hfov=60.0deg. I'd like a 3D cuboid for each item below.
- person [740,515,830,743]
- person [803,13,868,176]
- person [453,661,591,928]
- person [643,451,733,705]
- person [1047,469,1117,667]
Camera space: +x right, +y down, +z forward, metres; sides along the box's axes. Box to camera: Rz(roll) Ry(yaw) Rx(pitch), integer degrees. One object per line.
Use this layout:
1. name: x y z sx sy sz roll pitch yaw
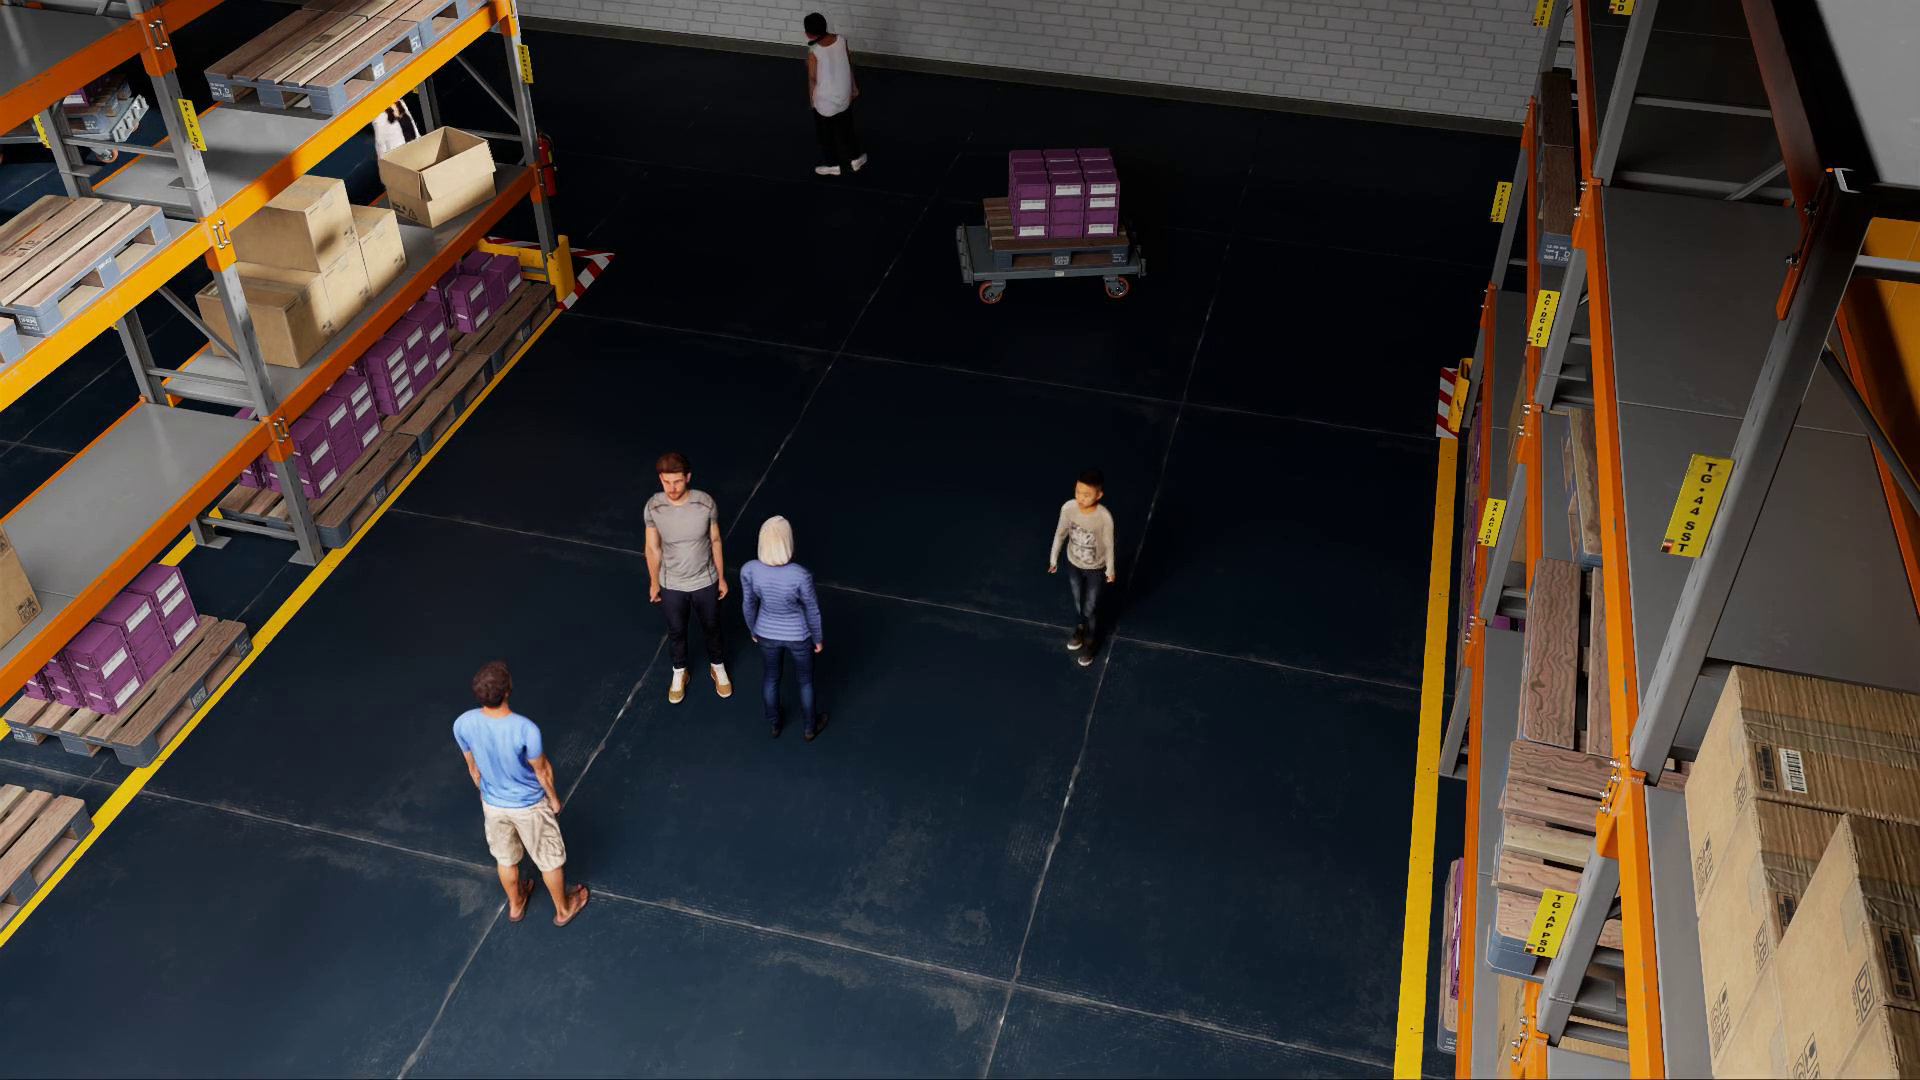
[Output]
1. person: -1.081 0.566 10.273 0.653 1.736 0.554 7 39 8
2. person: -1.253 -4.456 16.621 0.858 1.663 0.979 -19 42 -22
3. person: -2.437 1.411 9.114 0.664 1.862 0.567 6 39 8
4. person: -1.730 0.226 10.571 0.734 1.896 0.710 -6 39 -7
5. person: 0.880 0.111 11.067 0.657 1.456 0.670 20 43 24
